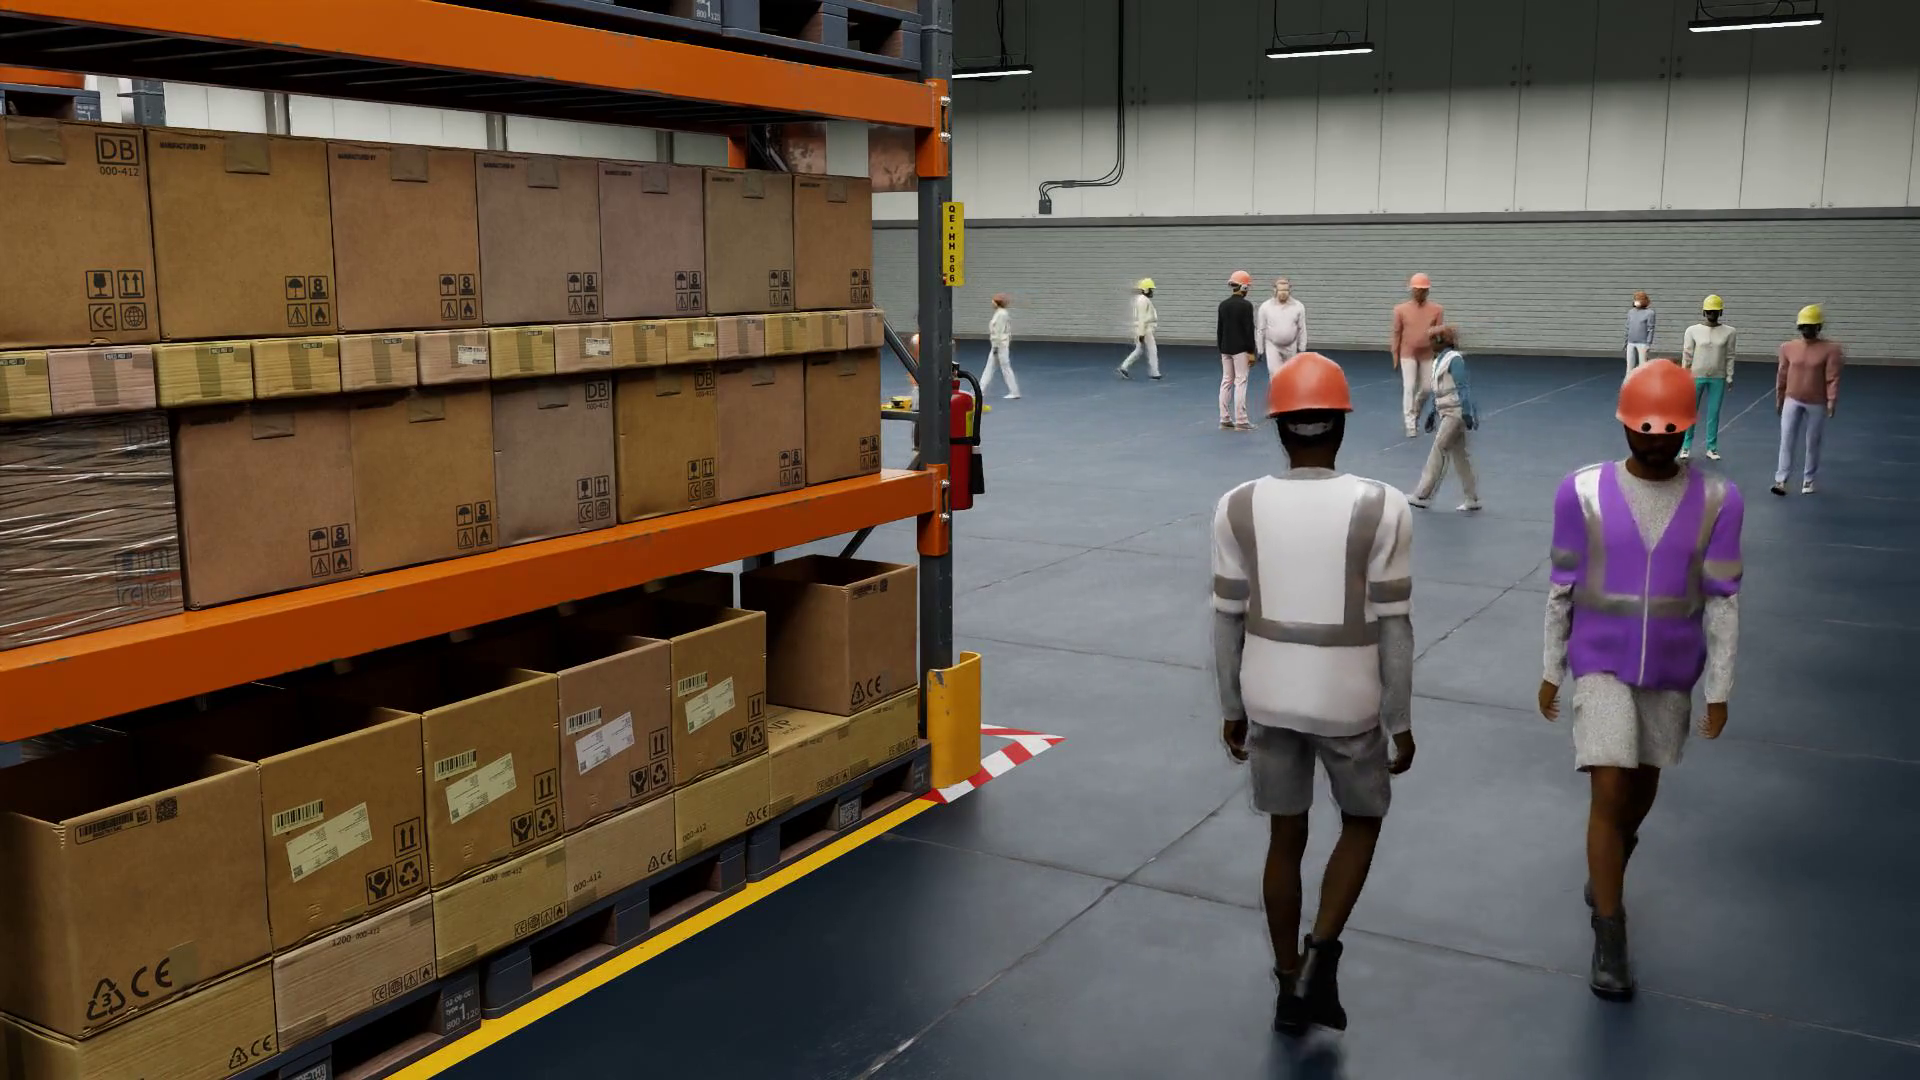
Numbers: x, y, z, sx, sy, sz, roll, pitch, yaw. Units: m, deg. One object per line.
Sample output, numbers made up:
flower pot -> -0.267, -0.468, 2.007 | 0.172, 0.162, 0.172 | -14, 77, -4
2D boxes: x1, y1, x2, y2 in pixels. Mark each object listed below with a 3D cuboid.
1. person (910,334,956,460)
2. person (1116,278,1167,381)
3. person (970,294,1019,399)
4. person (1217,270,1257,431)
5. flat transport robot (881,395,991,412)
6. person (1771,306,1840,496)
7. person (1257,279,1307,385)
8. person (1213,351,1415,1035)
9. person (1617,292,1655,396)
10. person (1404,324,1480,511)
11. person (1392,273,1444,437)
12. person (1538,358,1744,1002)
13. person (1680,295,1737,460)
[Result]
person -> -0.276, -1.648, 17.615 | 0.533, 1.644, 0.875 | 3, 10, 18
person -> 3.179, -3.678, 29.076 | 0.848, 1.801, 0.597 | 1, 10, 4
person -> 0.538, -2.943, 25.374 | 0.784, 1.596, 0.536 | -2, 10, -10
person -> 3.473, -2.361, 20.792 | 0.383, 1.995, 0.608 | -6, 11, -32
flat transport robot -> -0.345, -1.888, 23.065 | 1.431, 0.197, 0.652 | -4, 10, -21
person -> 7.639, -1.244, 15.039 | 0.539, 1.718, 0.891 | 7, 12, 37
person -> 4.437, -2.670, 22.983 | 0.670, 1.878, 0.794 | 0, 10, 1
person -> 0.975, 0.442, 4.607 | 0.567, 1.916, 0.426 | 5, 11, 26
person -> 10.519, -3.028, 25.841 | 0.463, 1.627, 0.508 | -6, 12, -34
person -> 4.143, -1.040, 14.233 | 0.730, 1.591, 0.561 | 1, 10, 6
person -> 5.562, -2.259, 20.256 | 0.621, 1.980, 0.683 | 1, 10, 4
person -> 2.105, 0.365, 5.194 | 0.549, 1.885, 0.998 | 2, 10, 14
person -> 8.010, -1.737, 17.810 | 0.528, 1.767, 0.330 | 3, 10, 15
